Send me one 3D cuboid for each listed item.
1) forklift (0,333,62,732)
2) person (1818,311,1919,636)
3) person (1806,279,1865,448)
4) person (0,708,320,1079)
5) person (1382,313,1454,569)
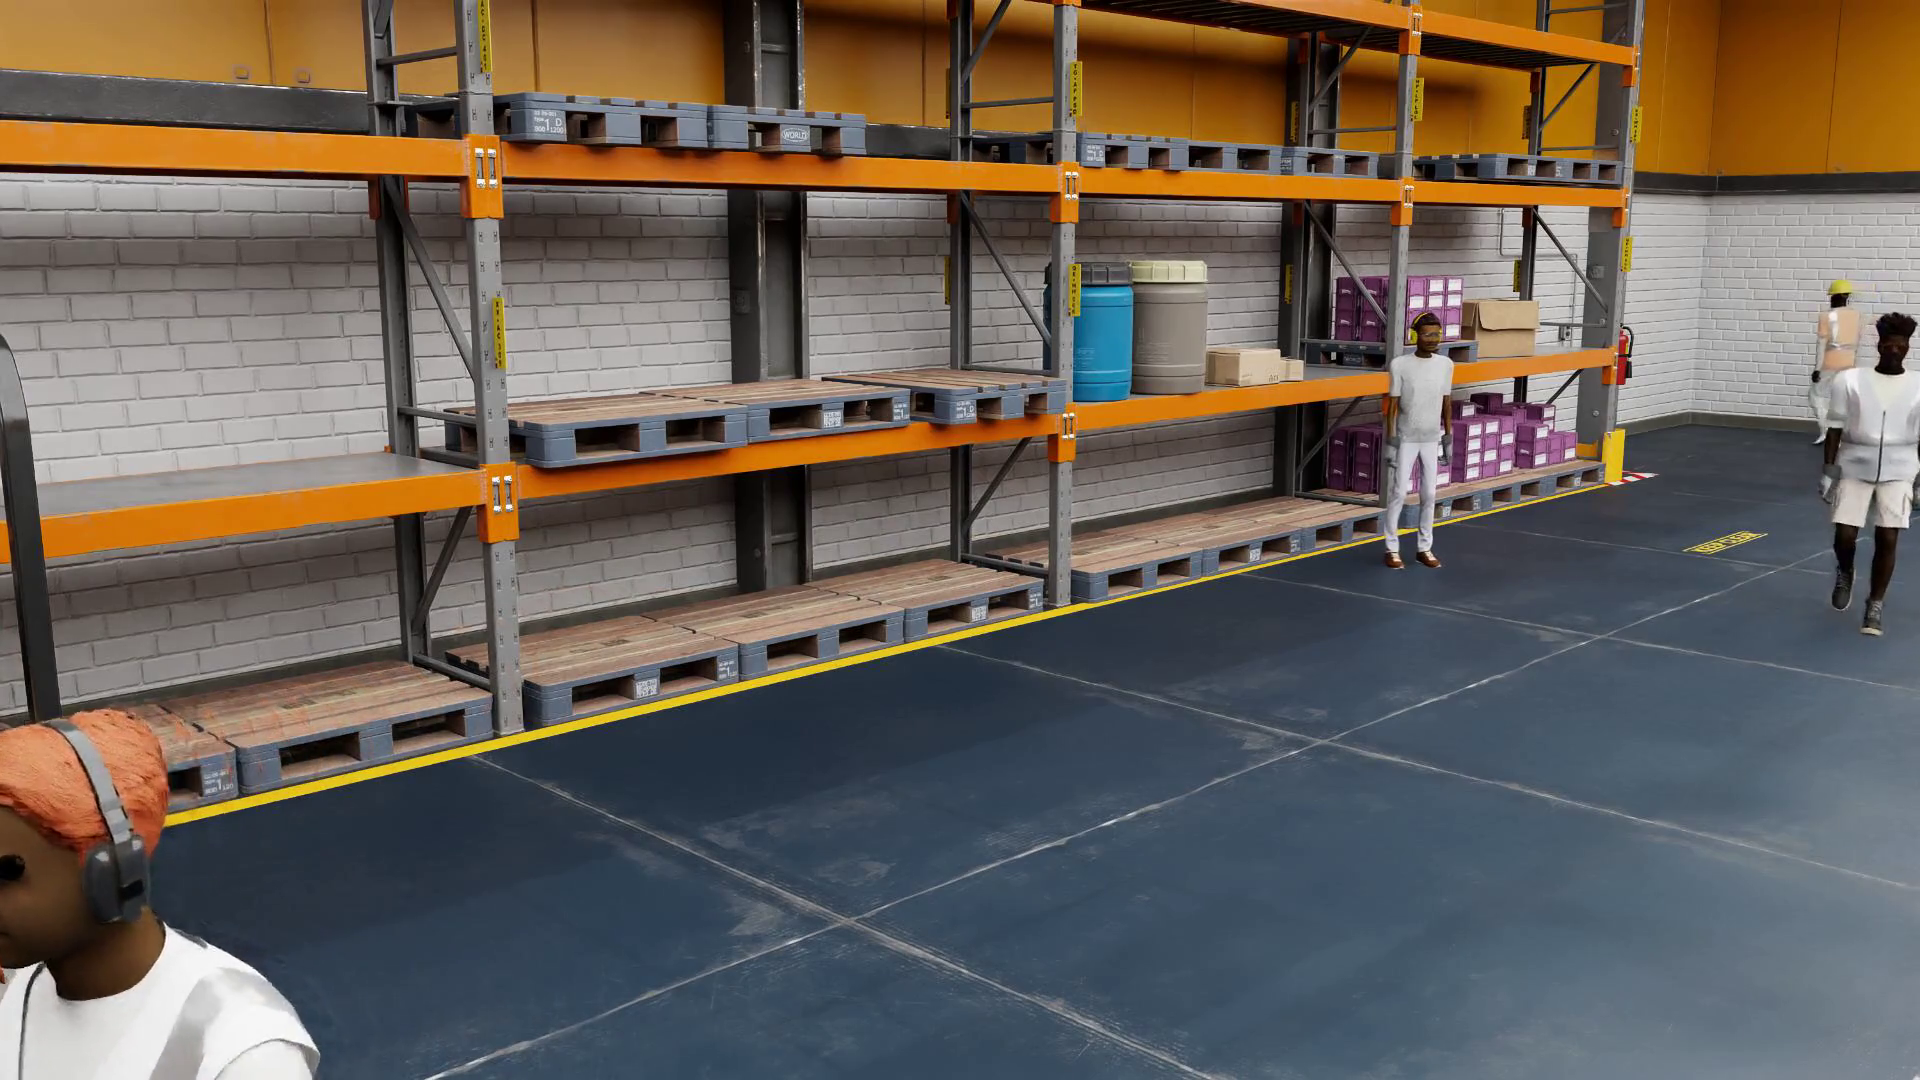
[{"bbox_3d":[-3.289,0.485,4.582,1.214,2.155,2.313,-10,14,-44],"label":"forklift"},{"bbox_3d":[5.582,-0.413,10.123,0.626,1.955,0.530,5,11,25],"label":"person"},{"bbox_3d":[9.879,-1.986,18.809,0.622,1.911,0.420,-3,11,-14],"label":"person"},{"bbox_3d":[-0.971,1.107,2.086,0.577,1.871,0.472,6,12,29],"label":"person"},{"bbox_3d":[3.317,-0.711,12.033,0.512,1.858,0.321,-2,11,-9],"label":"person"}]
